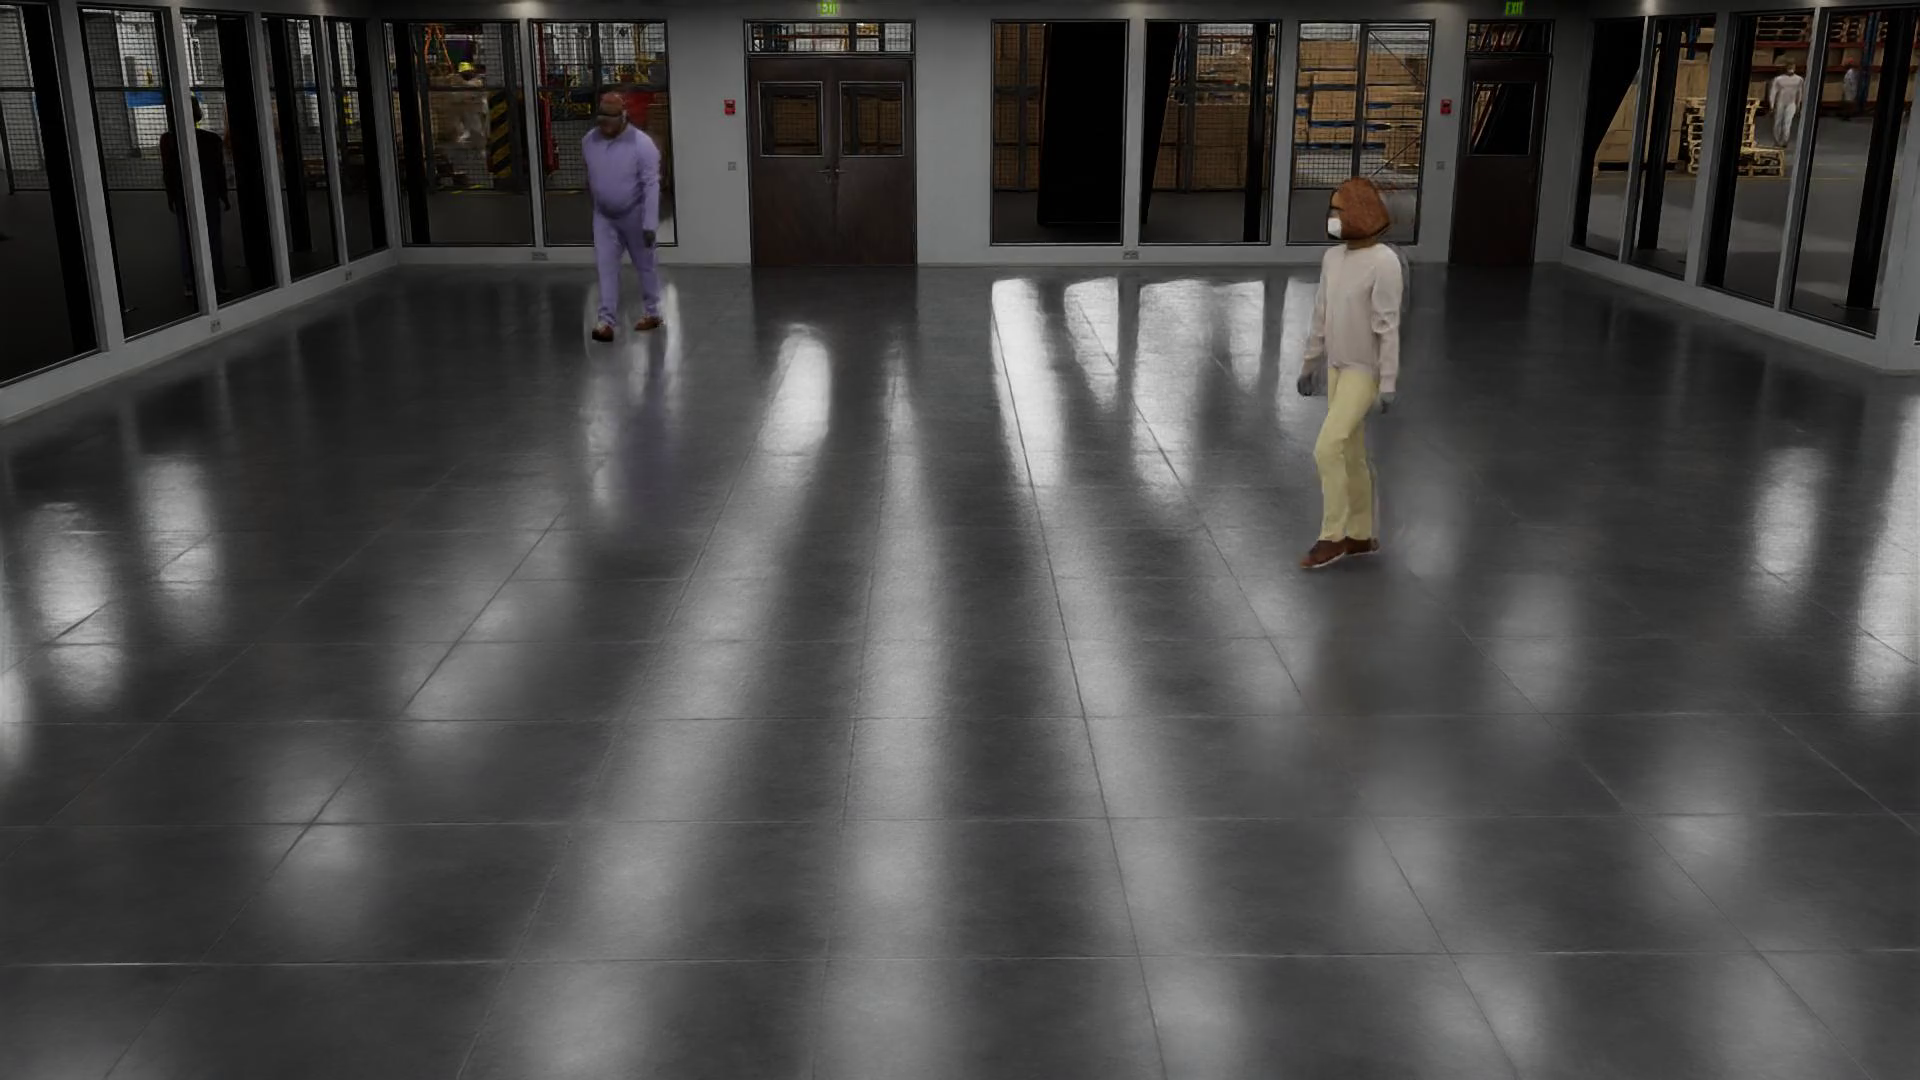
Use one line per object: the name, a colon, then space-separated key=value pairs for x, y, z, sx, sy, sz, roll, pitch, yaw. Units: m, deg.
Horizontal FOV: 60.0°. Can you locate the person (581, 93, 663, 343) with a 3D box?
person: x=-2.523 y=-2.422 z=12.513 sx=0.648 sy=1.824 sz=1.078 roll=4 pitch=17 yaw=12

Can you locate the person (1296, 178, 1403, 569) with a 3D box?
person: x=1.556 y=-0.676 z=6.913 sx=0.565 sy=1.613 sz=0.520 roll=-5 pitch=17 yaw=-16
